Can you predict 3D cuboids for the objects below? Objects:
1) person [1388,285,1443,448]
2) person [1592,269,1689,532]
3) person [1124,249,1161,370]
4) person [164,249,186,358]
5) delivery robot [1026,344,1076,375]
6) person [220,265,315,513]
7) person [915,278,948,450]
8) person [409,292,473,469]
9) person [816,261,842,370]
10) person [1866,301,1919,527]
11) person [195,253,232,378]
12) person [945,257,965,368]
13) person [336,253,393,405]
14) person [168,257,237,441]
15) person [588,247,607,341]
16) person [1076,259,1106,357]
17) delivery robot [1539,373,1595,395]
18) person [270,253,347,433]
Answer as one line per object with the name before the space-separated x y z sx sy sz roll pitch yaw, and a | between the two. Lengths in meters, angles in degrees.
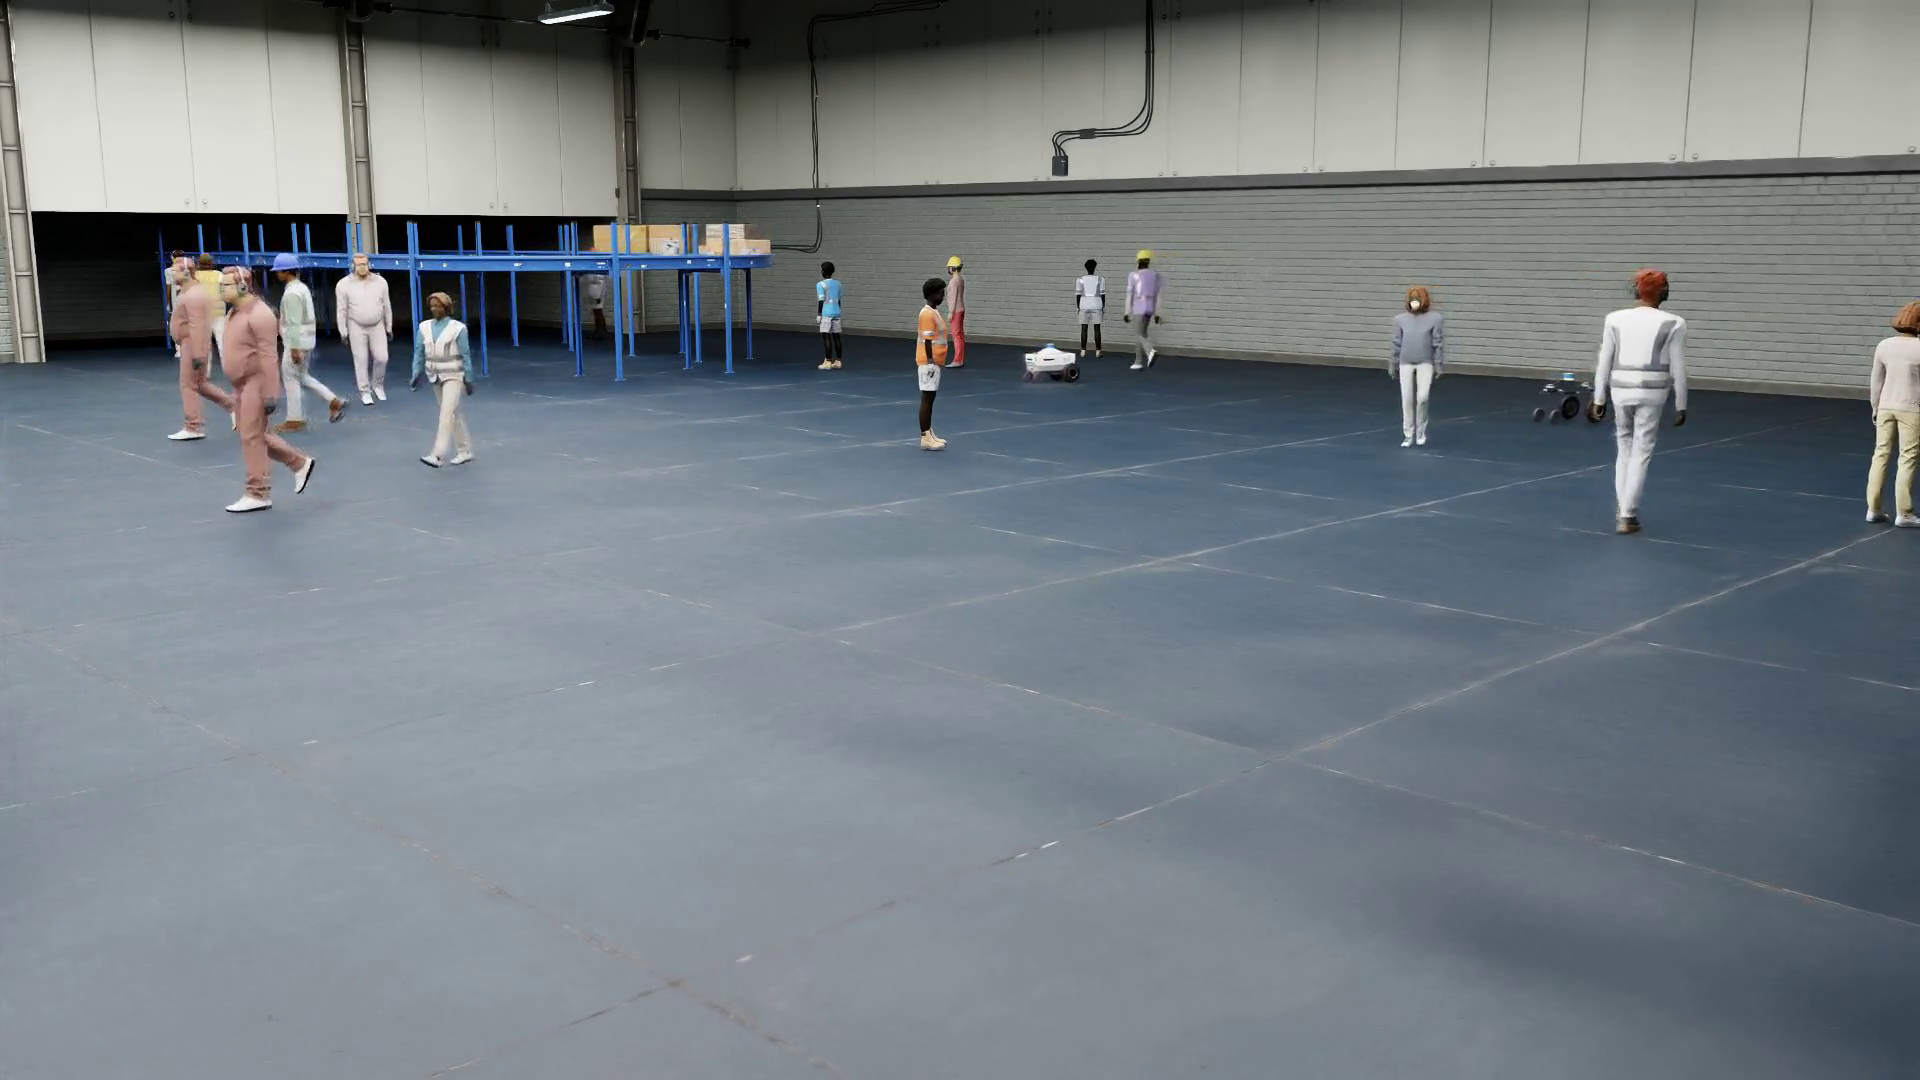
person | 4.540 -1.729 16.606 0.521 1.617 0.374 5 12 26
person | 4.949 -1.013 12.021 0.618 1.859 0.718 9 14 40
person | 2.908 -3.600 26.046 0.602 1.895 0.717 -6 12 -29
person | -13.539 -4.109 28.926 0.503 1.864 0.324 -8 13 -37
delivery robot | 1.314 -2.609 24.169 0.707 0.478 0.477 -5 12 -26
person | -5.421 -1.186 12.935 0.693 1.888 0.657 -10 14 -43
person | -0.280 -1.757 16.556 0.319 1.693 0.532 1 10 5
person | -4.737 -1.446 15.150 0.518 1.589 0.879 4 11 22
person | -2.071 -3.548 26.310 0.321 1.695 0.537 8 13 38
person | 6.906 -0.925 12.182 0.274 1.632 0.503 -4 11 -23
person | -11.193 -3.345 24.813 0.626 1.843 0.430 -7 12 -32
person | -0.079 -3.646 26.659 0.310 1.769 0.525 3 11 15
person | -7.436 -2.638 20.805 0.679 1.890 0.431 -6 12 -30
person | -7.915 -2.000 17.336 0.684 1.890 0.650 -4 11 -19
person | -7.352 -4.947 33.459 0.370 1.890 0.705 -8 13 -37
person | 2.275 -4.025 28.924 0.531 1.693 0.320 1 10 7
delivery robot | 6.972 -1.800 19.049 0.698 0.223 0.335 -5 11 -23
person | -7.089 -2.134 17.966 0.649 1.925 0.615 -1 10 -7
